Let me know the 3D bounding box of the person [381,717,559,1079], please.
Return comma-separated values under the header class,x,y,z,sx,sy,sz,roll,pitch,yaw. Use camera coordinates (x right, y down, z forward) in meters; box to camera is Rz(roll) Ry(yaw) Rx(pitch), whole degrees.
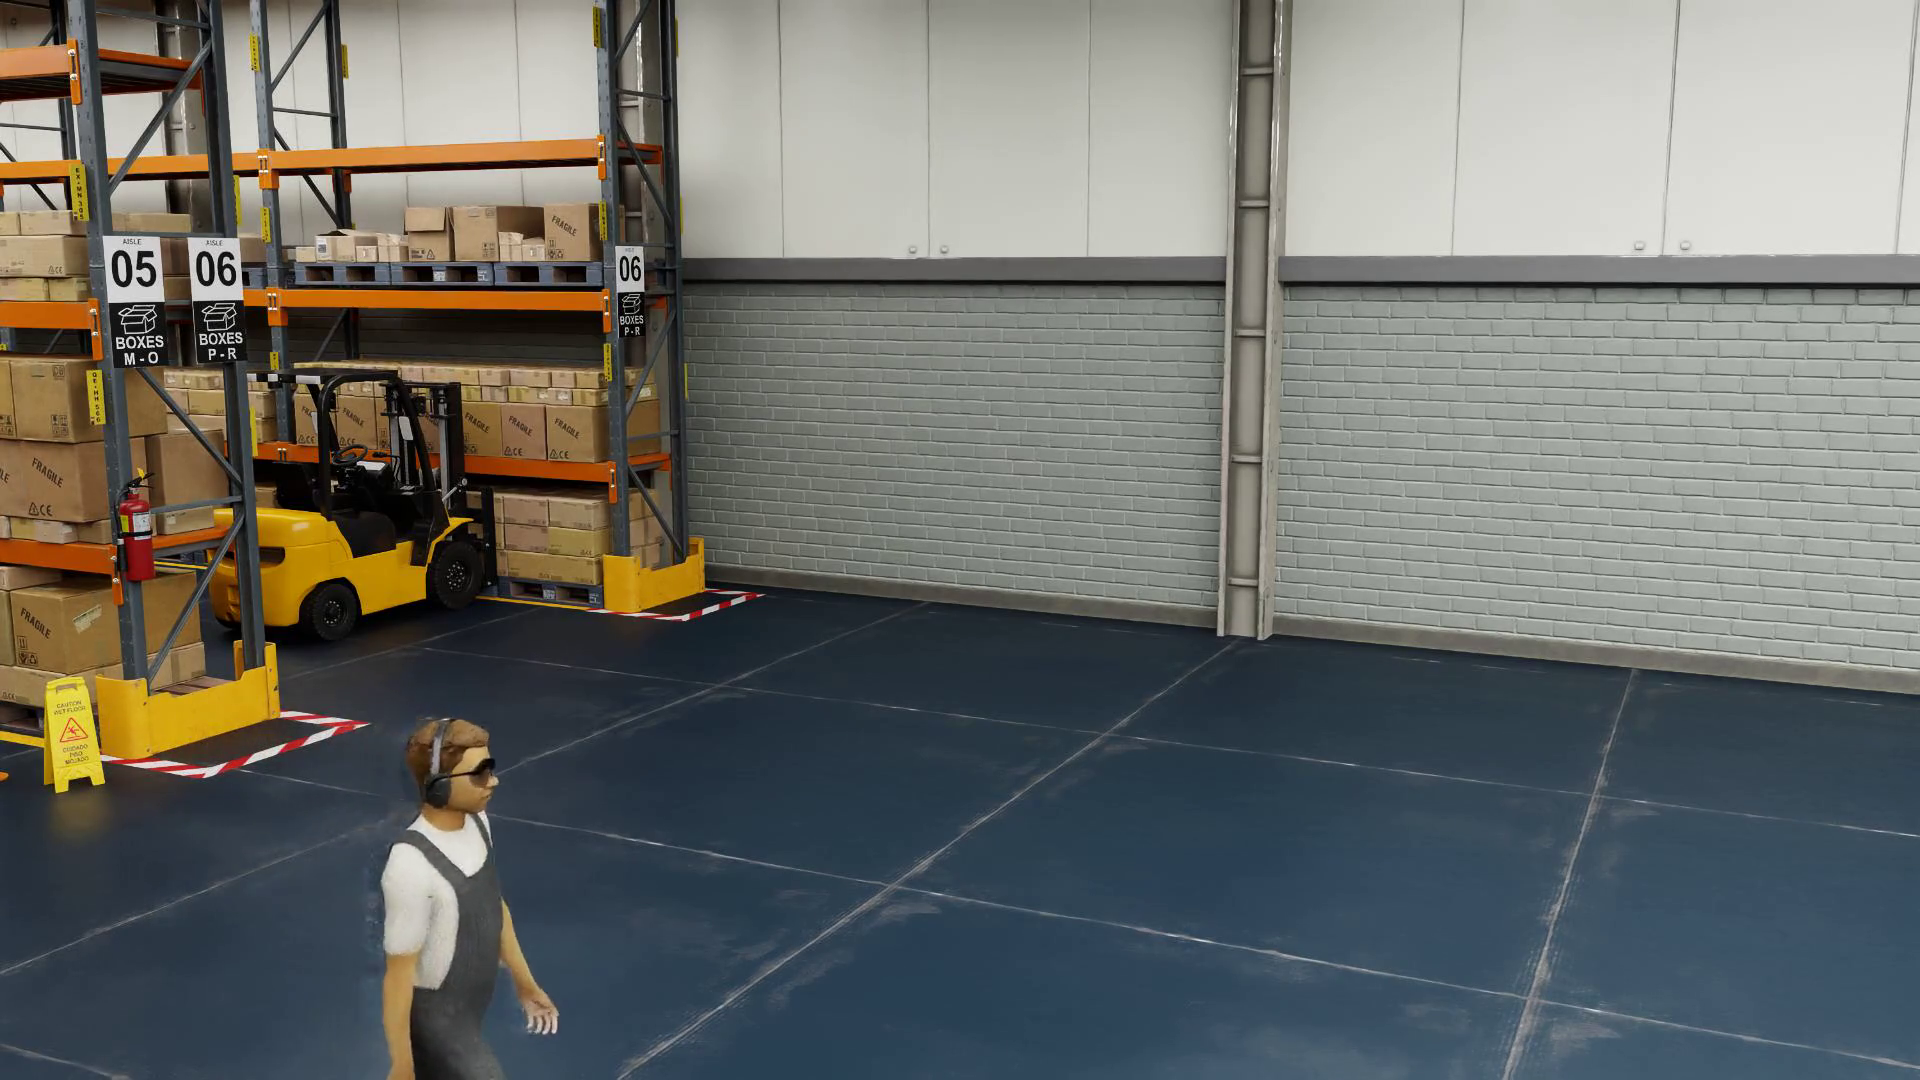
class,x,y,z,sx,sy,sz,roll,pitch,yaw
person,-1.436,1.376,4.775,1.007,1.795,0.513,0,9,-1
